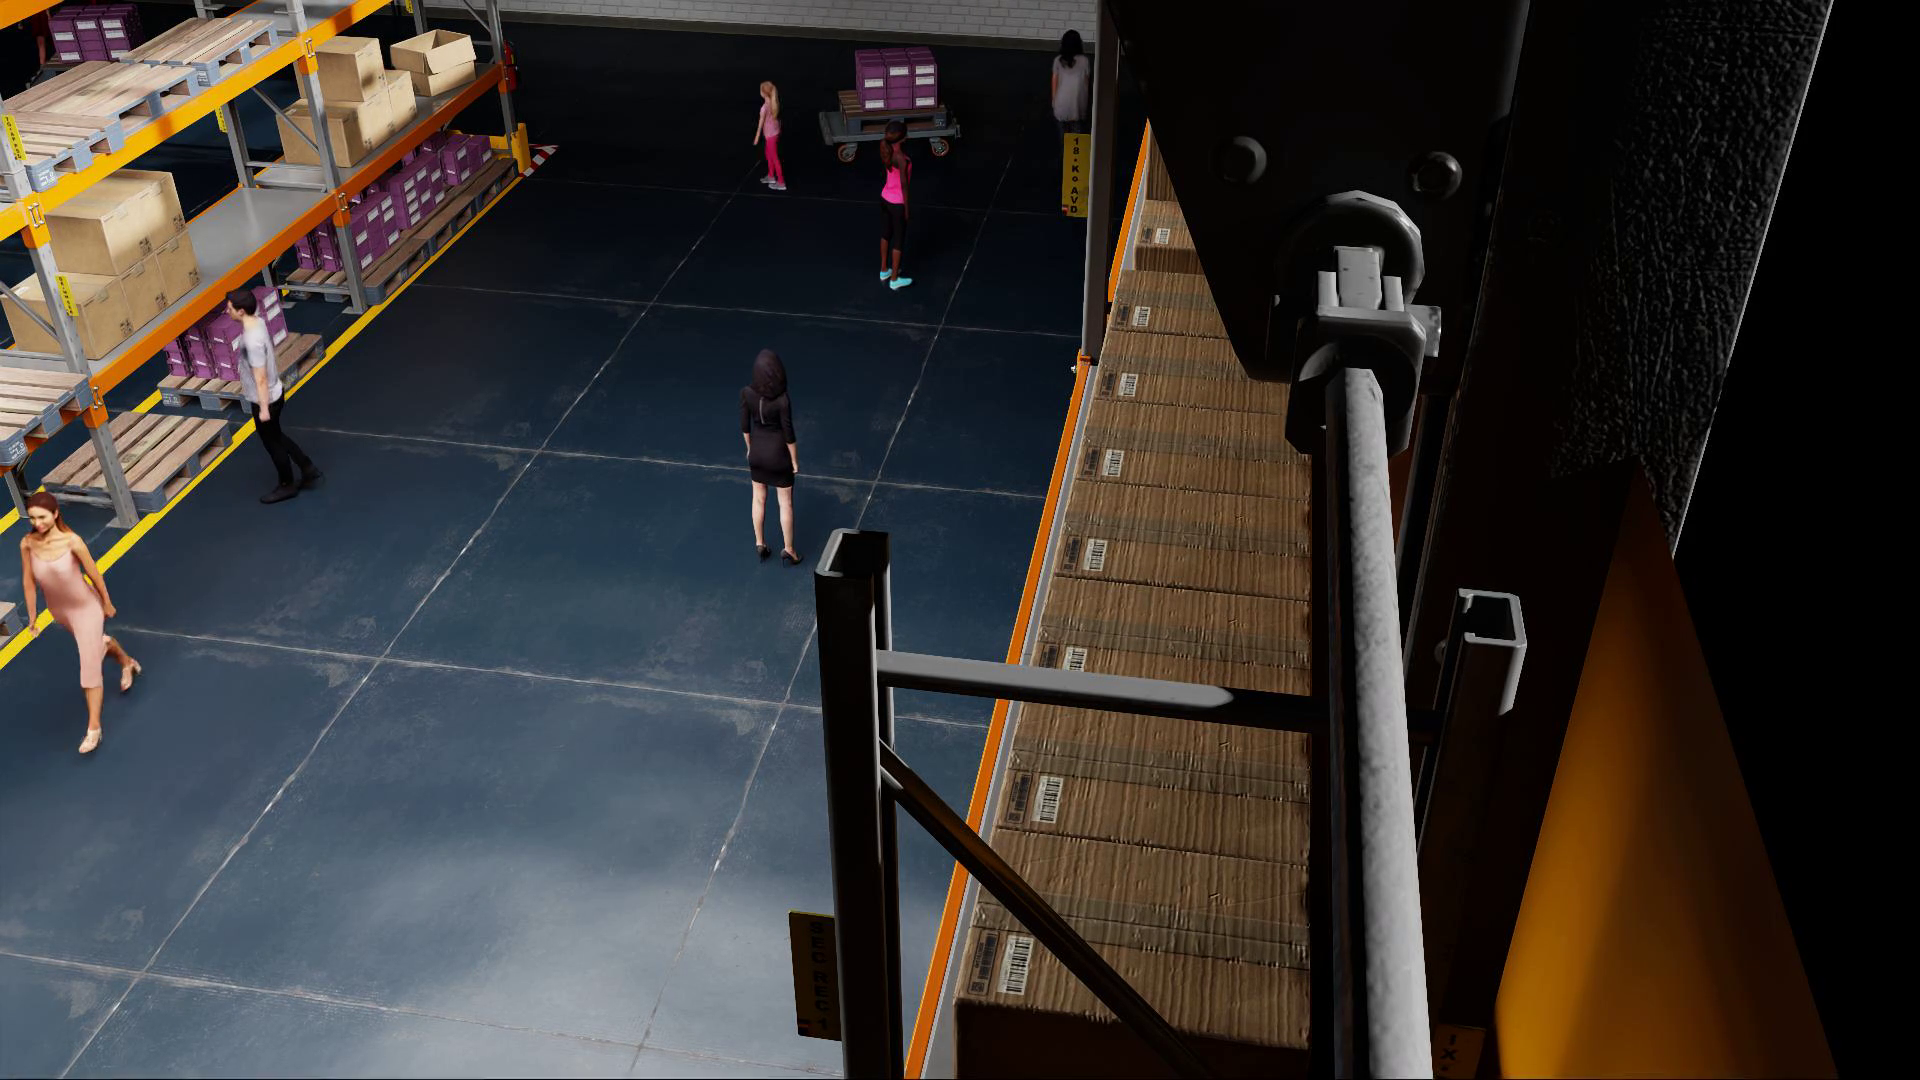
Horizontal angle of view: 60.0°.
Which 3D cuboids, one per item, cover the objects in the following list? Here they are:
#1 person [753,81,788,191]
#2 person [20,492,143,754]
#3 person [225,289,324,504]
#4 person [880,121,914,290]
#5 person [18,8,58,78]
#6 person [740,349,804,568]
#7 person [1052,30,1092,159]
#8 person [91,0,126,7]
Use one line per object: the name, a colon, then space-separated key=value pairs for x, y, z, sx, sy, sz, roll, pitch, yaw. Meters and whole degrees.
person: x=-2.113 y=-4.656 z=19.174 sx=0.615 sy=1.259 sz=0.597 roll=11 pitch=35 yaw=16
person: x=-5.824 y=0.429 z=11.055 sx=0.662 sy=1.778 sz=1.175 roll=2 pitch=34 yaw=3
person: x=-5.545 y=-1.151 z=13.361 sx=0.911 sy=1.857 sz=0.853 roll=-9 pitch=35 yaw=-13
person: x=-0.674 y=-3.419 z=16.899 sx=0.706 sy=1.718 sz=0.630 roll=-15 pitch=37 yaw=-22
person: x=-12.560 y=-7.153 z=22.700 sx=0.557 sy=1.516 sz=1.045 roll=5 pitch=34 yaw=7
person: x=-1.434 y=-0.605 z=12.580 sx=0.632 sy=1.812 sz=0.569 roll=14 pitch=36 yaw=20
person: x=1.311 y=-5.186 z=19.681 sx=0.692 sy=1.580 sz=1.022 roll=9 pitch=35 yaw=14
person: x=-11.660 y=-7.327 z=22.840 sx=0.651 sy=1.650 sz=0.713 roll=-22 pitch=39 yaw=-29
